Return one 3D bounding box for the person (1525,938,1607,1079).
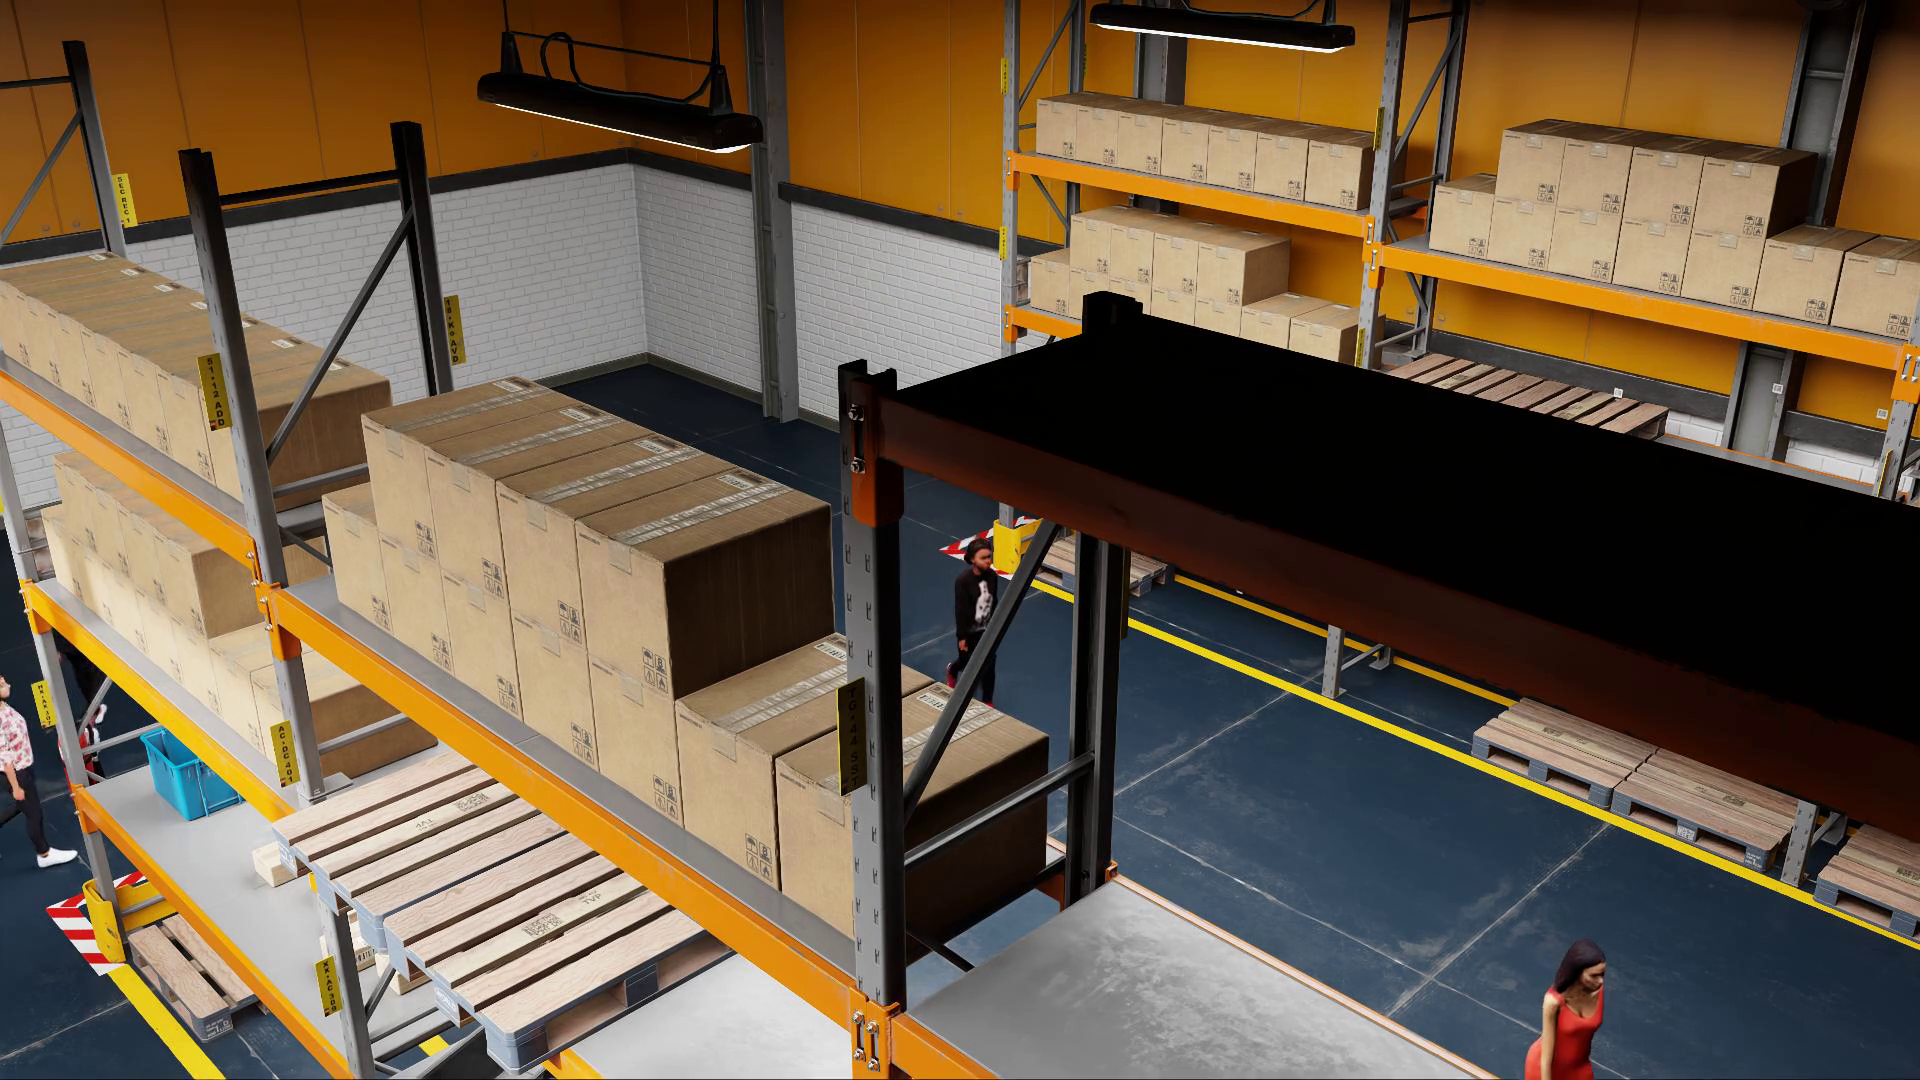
[{"bbox_3d":[3.270,2.910,9.282,0.820,1.691,1.014,-9,25,-20],"label":"person"}]

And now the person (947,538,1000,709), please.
[{"bbox_3d":[0.097,0.754,14.270,0.817,1.647,1.097,-11,26,-24],"label":"person"}]

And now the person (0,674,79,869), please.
[{"bbox_3d":[-6.974,1.708,12.128,0.856,1.616,0.930,-8,25,-19],"label":"person"}]
